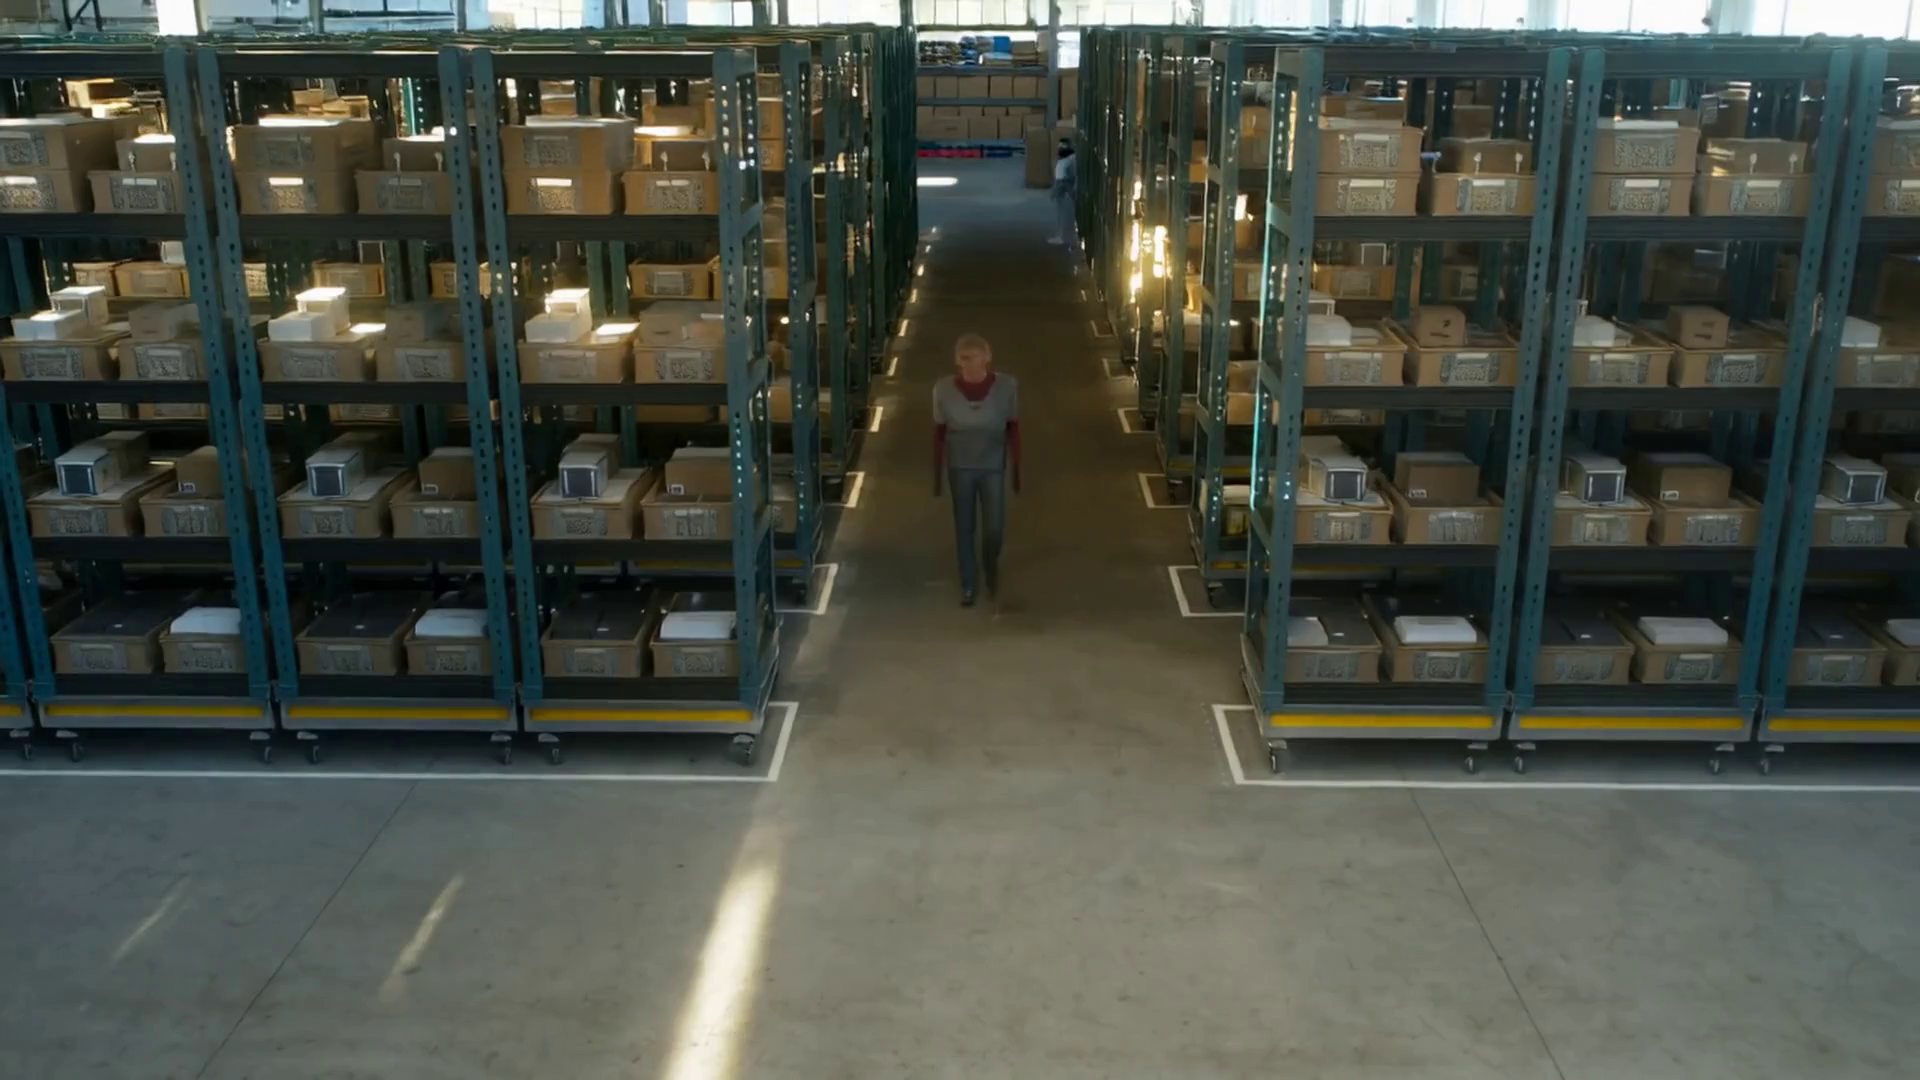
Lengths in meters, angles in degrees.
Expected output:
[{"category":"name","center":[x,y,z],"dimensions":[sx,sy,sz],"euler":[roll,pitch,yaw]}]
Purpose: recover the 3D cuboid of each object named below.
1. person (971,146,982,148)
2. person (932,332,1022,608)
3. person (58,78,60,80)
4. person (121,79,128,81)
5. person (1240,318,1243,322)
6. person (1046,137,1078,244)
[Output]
[{"category":"person","center":[0.464,-12.502,49.343],"dimensions":[0.599,1.745,0.543],"euler":[3,18,9]},{"category":"person","center":[0.107,-0.451,10.806],"dimensions":[0.595,1.822,0.458],"euler":[1,17,3]},{"category":"person","center":[-27.597,-13.229,51.297],"dimensions":[0.617,1.976,1.067],"euler":[10,20,30]},{"category":"person","center":[-26.400,-13.644,52.742],"dimensions":[0.566,1.905,0.817],"euler":[0,17,-1]},{"category":"person","center":[2.780,-2.529,17.223],"dimensions":[1.017,1.938,0.629],"euler":[-1,17,-4]},{"category":"person","center":[1.780,-5.934,28.301],"dimensions":[0.415,1.810,0.657],"euler":[-12,21,-32]}]
